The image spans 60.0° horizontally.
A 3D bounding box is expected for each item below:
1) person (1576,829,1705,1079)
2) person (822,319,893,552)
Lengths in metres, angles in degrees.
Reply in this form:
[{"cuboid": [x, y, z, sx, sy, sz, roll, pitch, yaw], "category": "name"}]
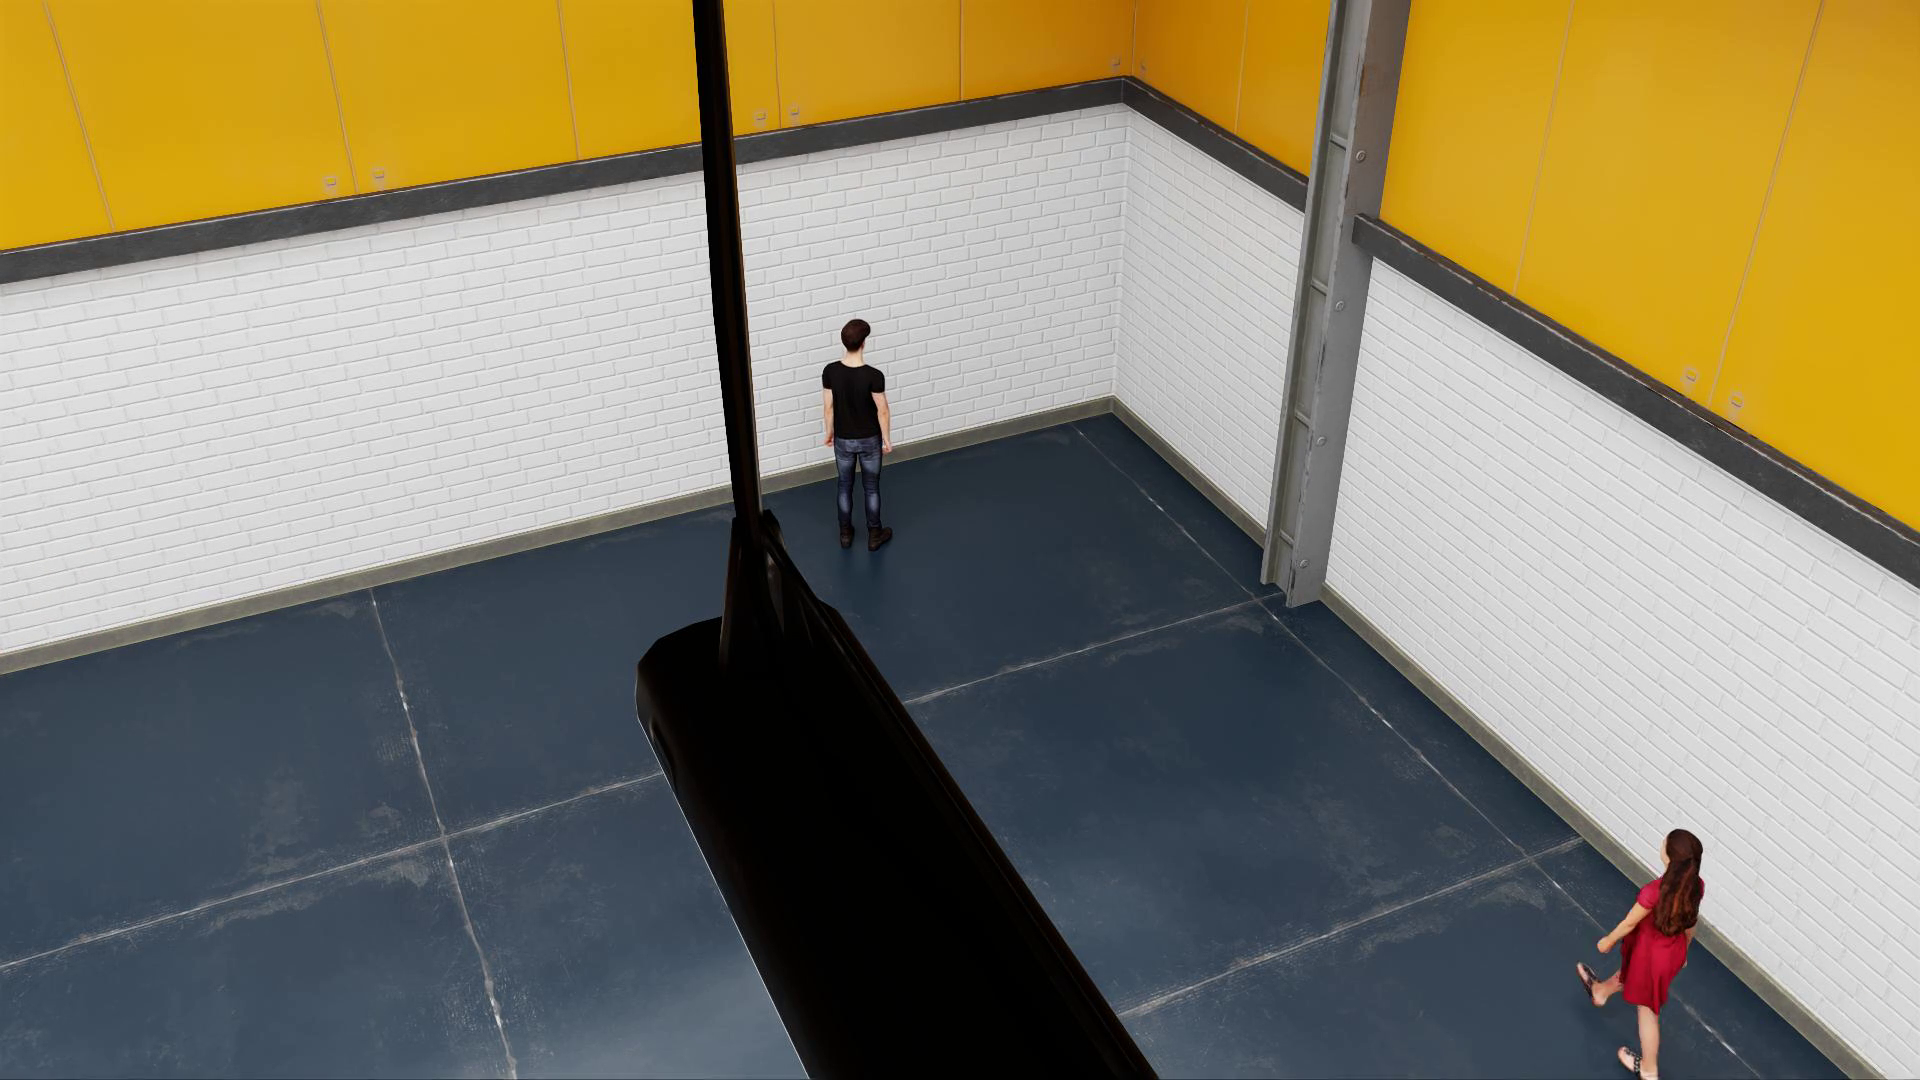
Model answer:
[{"cuboid": [3.594, 2.167, 8.503, 0.522, 1.516, 0.963, -15, 36, -21], "category": "person"}, {"cuboid": [-0.782, -0.782, 12.596, 0.768, 1.896, 0.788, 7, 34, 10], "category": "person"}]
